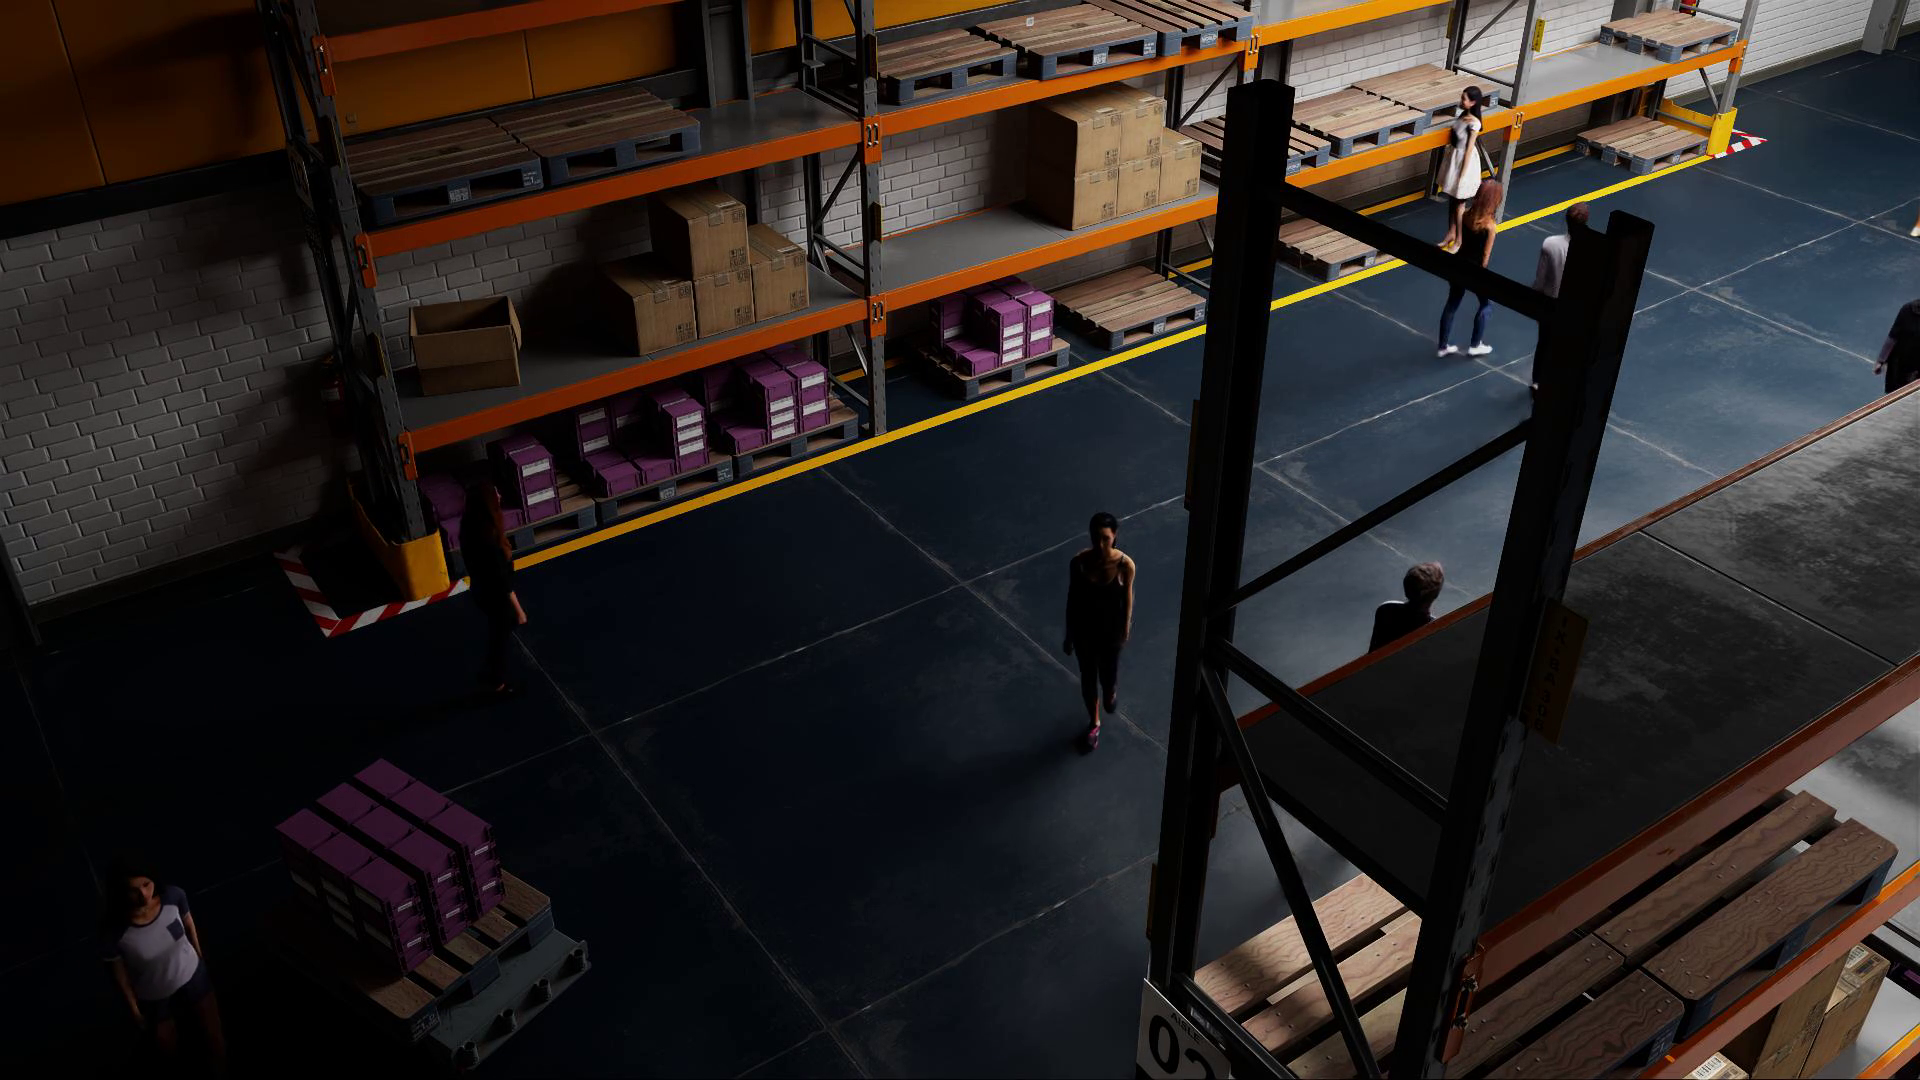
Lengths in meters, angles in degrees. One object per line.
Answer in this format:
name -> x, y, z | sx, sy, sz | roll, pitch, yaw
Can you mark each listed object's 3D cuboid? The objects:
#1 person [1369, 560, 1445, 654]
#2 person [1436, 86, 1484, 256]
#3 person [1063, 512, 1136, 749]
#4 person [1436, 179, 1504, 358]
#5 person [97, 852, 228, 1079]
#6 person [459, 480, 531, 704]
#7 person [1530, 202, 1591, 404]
person -> 2.584, 0.973, 9.886 | 0.846, 1.786, 1.254 | 26, 42, 34
person -> 5.128, -3.783, 17.057 | 0.809, 1.769, 0.778 | -1, 34, -2
person -> 0.891, 0.524, 10.625 | 0.783, 1.715, 0.849 | 7, 34, 10
person -> 4.563, -2.416, 15.060 | 0.720, 1.703, 0.585 | -20, 38, -27
person -> -3.951, 2.145, 8.212 | 0.812, 1.688, 0.935 | 25, 41, 32
person -> -3.145, 0.381, 10.854 | 0.612, 1.701, 0.642 | -20, 38, -27
person -> 5.142, -1.977, 14.281 | 0.835, 1.834, 1.043 | 25, 41, 32
